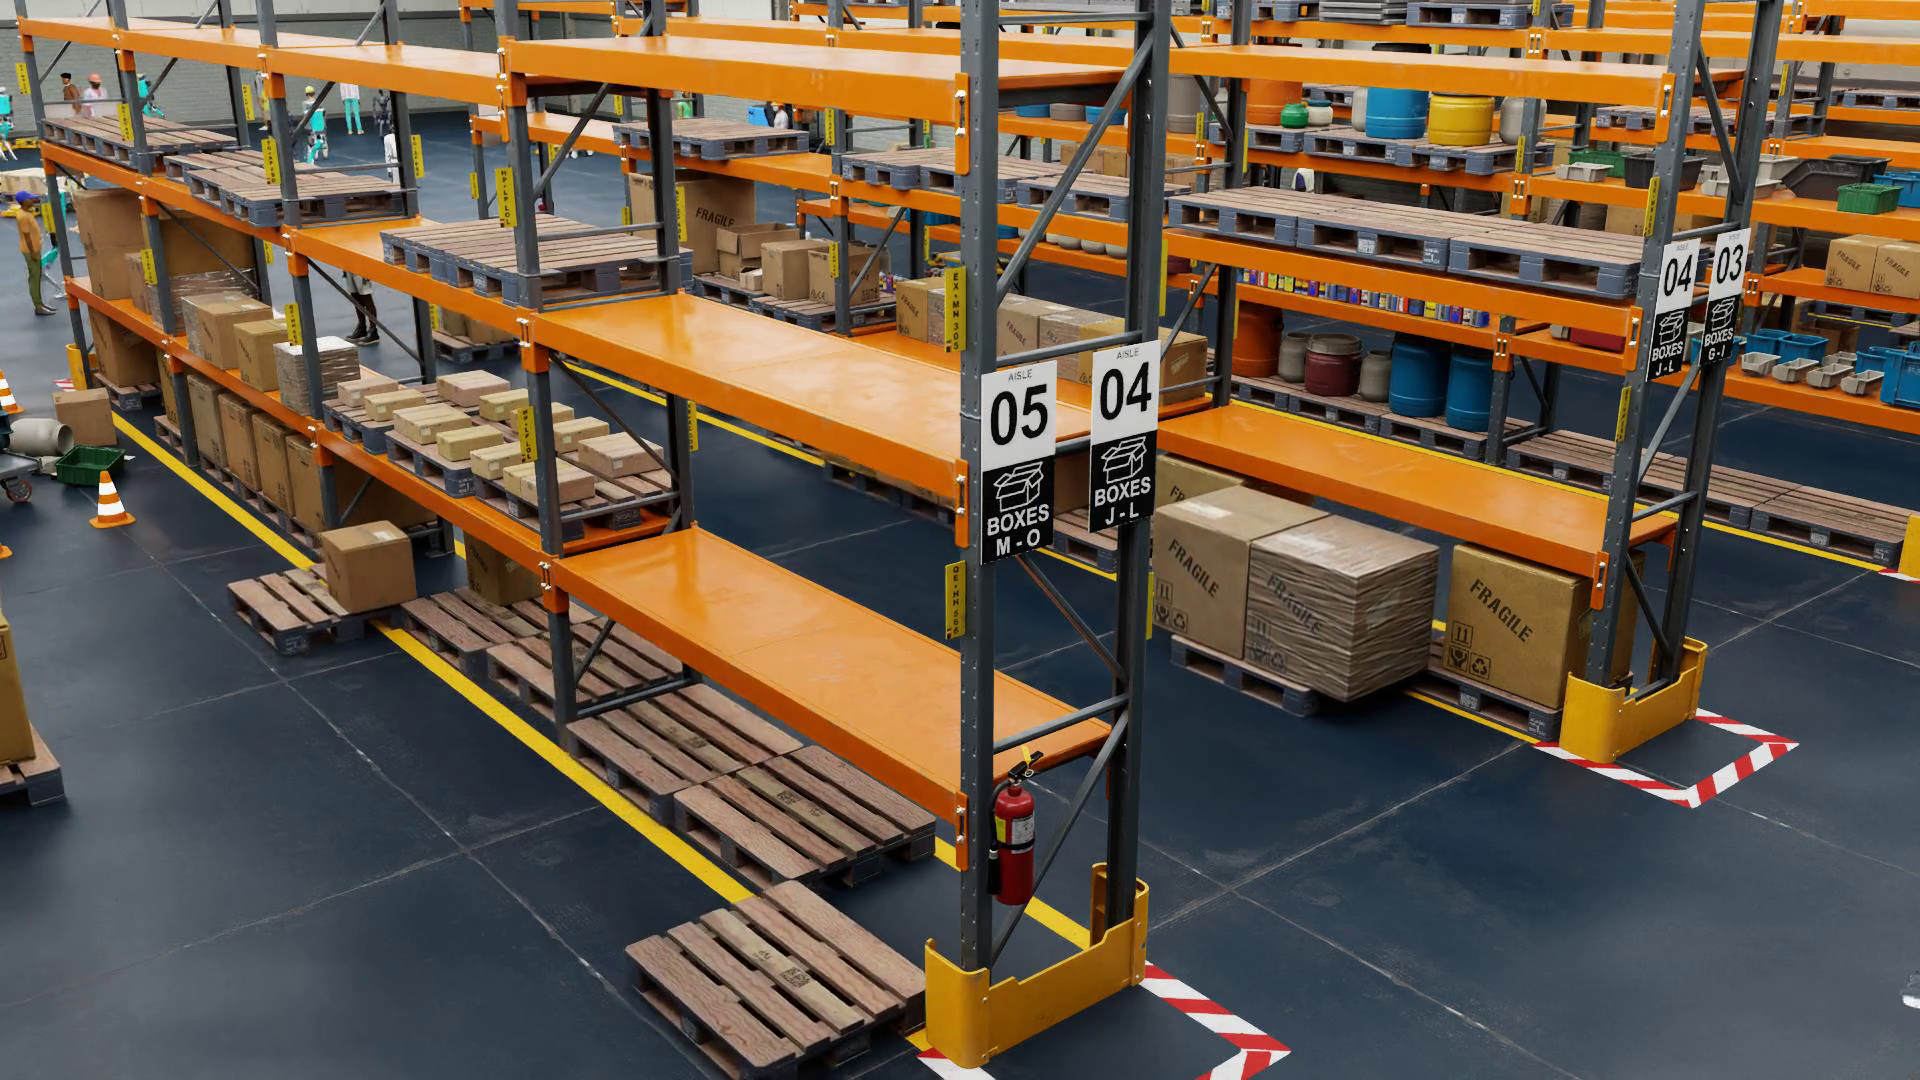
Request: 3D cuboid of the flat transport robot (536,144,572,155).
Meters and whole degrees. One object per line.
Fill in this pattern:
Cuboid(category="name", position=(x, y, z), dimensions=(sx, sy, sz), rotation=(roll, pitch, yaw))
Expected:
Cuboid(category="flat transport robot", position=(-10.036, -9.965, 42.297), dimensions=(0.659, 0.231, 1.431), rotation=(11, 22, 28))

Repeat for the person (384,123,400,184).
Cuboid(category="person", position=(-10.576, -7.042, 31.565), dimensions=(0.574, 1.877, 0.340), rotation=(-5, 20, -13))

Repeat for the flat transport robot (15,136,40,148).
Cuboid(category="flat transport robot", position=(-24.190, -10.473, 43.742), dimensions=(0.659, 0.231, 1.431), rotation=(5, 20, 14))

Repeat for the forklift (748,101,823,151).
Cuboid(category="forklift", position=(-4.526, -11.368, 42.374), dimensions=(1.129, 2.768, 1.873), rotation=(-15, 24, -37))

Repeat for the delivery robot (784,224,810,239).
Cuboid(category="delivery robot", position=(-2.879, -4.925, 27.531), dimensions=(0.783, 0.601, 0.499), rotation=(3, 20, 9))

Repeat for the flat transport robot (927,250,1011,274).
Cuboid(category="flat transport robot", position=(0.159, -4.404, 26.470), dimensions=(0.659, 0.231, 1.431), rotation=(-14, 24, -34))

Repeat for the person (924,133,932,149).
Cuboid(category="person", position=(-0.788, -7.425, 32.846), dimensions=(0.470, 1.743, 0.347), rotation=(0, 19, 1))

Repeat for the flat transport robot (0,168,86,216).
Cuboid(category="flat transport robot", position=(-17.840, -6.485, 32.393), dimensions=(0.659, 0.231, 1.431), rotation=(7, 20, 18))

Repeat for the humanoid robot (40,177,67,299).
Cuboid(category="humanoid robot", position=(-13.241, -4.266, 24.009), dimensions=(0.809, 1.879, 0.535), rotation=(-9, 21, -24))

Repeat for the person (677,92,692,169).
Cuboid(category="person", position=(-6.257, -9.407, 38.135), dimensions=(0.394, 1.978, 0.488), rotation=(9, 21, 23))

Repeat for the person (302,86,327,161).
Cuboid(category="person", position=(-15.788, -10.180, 40.652), dimensions=(0.322, 1.765, 0.532), rotation=(18, 26, 42))

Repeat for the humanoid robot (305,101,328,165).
Cuboid(category="humanoid robot", position=(-14.305, -8.759, 36.695), dimensions=(0.825, 1.803, 0.542), rotation=(9, 21, 23))

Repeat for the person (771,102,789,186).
Cuboid(category="person", position=(-3.894, -8.665, 36.170), dimensions=(0.393, 1.889, 0.572), rotation=(-7, 20, -19))

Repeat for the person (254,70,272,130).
Cuboid(category="person", position=(-20.031, -12.752, 47.805), dimensions=(0.384, 1.875, 0.512), rotation=(3, 20, 9))

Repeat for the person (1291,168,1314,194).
Cuboid(category="person", position=(5.545, -5.415, 26.968), dimensions=(0.390, 1.847, 0.562), rotation=(9, 21, 25))

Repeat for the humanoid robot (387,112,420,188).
Cuboid(category="humanoid robot", position=(-12.035, -8.327, 35.560), dimensions=(0.763, 1.624, 0.615), rotation=(-2, 19, -7))

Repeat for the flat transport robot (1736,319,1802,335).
Cuboid(category="flat transport robot", position=(10.645, -2.690, 21.591), dimensions=(0.659, 0.231, 1.431), rotation=(-14, 24, -35))

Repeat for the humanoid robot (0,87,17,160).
Cuboid(category="humanoid robot", position=(-23.464, -10.150, 40.652), dimensions=(0.667, 1.817, 0.539), rotation=(8, 21, 23))

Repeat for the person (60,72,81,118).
Cuboid(category="person", position=(-23.581, -11.486, 44.231), dimensions=(0.798, 1.853, 0.382), rotation=(16, 25, 39))

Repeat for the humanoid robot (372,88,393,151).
Cuboid(category="humanoid robot", position=(-14.605, -10.713, 42.304), dimensions=(0.601, 1.652, 0.426), rotation=(-3, 20, -9))

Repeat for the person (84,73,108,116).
Cuboid(category="person", position=(-21.669, -10.706, 41.780), dimensions=(0.776, 2.009, 0.614), rotation=(7, 20, 18))

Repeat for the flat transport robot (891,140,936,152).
Cuboid(category="flat transport robot", position=(-0.981, -7.884, 36.375), dimensions=(0.659, 0.231, 1.431), rotation=(-8, 21, -22))

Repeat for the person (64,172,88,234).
Cuboid(category="person", position=(-15.949, -6.461, 29.912), dimensions=(0.538, 1.887, 0.477), rotation=(17, 25, 39))

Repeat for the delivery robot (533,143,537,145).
Cuboid(category="delivery robot", position=(-11.597, -10.779, 44.168), dimensions=(0.499, 0.585, 0.765), rotation=(-12, 23, -31))

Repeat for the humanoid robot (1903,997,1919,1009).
Cuboid(category="humanoid robot", position=(5.015, 1.466, 7.578), dimensions=(0.960, 1.769, 0.542), rotation=(6, 20, 16))

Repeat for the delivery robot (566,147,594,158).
Cuboid(category="delivery robot", position=(-9.557, -9.824, 41.429), dimensions=(0.501, 0.572, 0.743), rotation=(13, 23, 32))

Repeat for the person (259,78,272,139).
Cuboid(category="person", position=(-18.582, -11.633, 44.934), dimensions=(0.671, 1.671, 0.322), rotation=(7, 21, 20))

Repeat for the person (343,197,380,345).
Cuboid(category="person", position=(-7.741, -3.494, 21.326), dimensions=(0.607, 1.963, 0.369), rotation=(18, 26, 41))

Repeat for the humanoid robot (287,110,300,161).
Cuboid(category="humanoid robot", position=(-15.586, -9.344, 38.431), dimensions=(0.650, 1.632, 0.586), rotation=(4, 20, 10))

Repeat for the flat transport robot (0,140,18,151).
Cuboid(category="flat transport robot", position=(-25.109, -10.134, 42.778), dimensions=(1.431, 0.231, 0.659), rotation=(2, 19, 7))

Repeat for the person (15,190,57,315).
Cuboid(category="person", position=(-12.865, -3.993, 23.115), dimensions=(0.336, 1.719, 0.440), rotation=(-8, 21, -21))

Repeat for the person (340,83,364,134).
Cuboid(category="person", position=(-17.102, -12.374, 46.680), dimensions=(0.488, 1.913, 0.371), rotation=(-2, 19, -5))

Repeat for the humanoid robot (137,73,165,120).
Cuboid(category="humanoid robot", position=(-22.277, -11.981, 45.899), dimensions=(0.533, 1.777, 1.021), rotation=(4, 20, 11))
